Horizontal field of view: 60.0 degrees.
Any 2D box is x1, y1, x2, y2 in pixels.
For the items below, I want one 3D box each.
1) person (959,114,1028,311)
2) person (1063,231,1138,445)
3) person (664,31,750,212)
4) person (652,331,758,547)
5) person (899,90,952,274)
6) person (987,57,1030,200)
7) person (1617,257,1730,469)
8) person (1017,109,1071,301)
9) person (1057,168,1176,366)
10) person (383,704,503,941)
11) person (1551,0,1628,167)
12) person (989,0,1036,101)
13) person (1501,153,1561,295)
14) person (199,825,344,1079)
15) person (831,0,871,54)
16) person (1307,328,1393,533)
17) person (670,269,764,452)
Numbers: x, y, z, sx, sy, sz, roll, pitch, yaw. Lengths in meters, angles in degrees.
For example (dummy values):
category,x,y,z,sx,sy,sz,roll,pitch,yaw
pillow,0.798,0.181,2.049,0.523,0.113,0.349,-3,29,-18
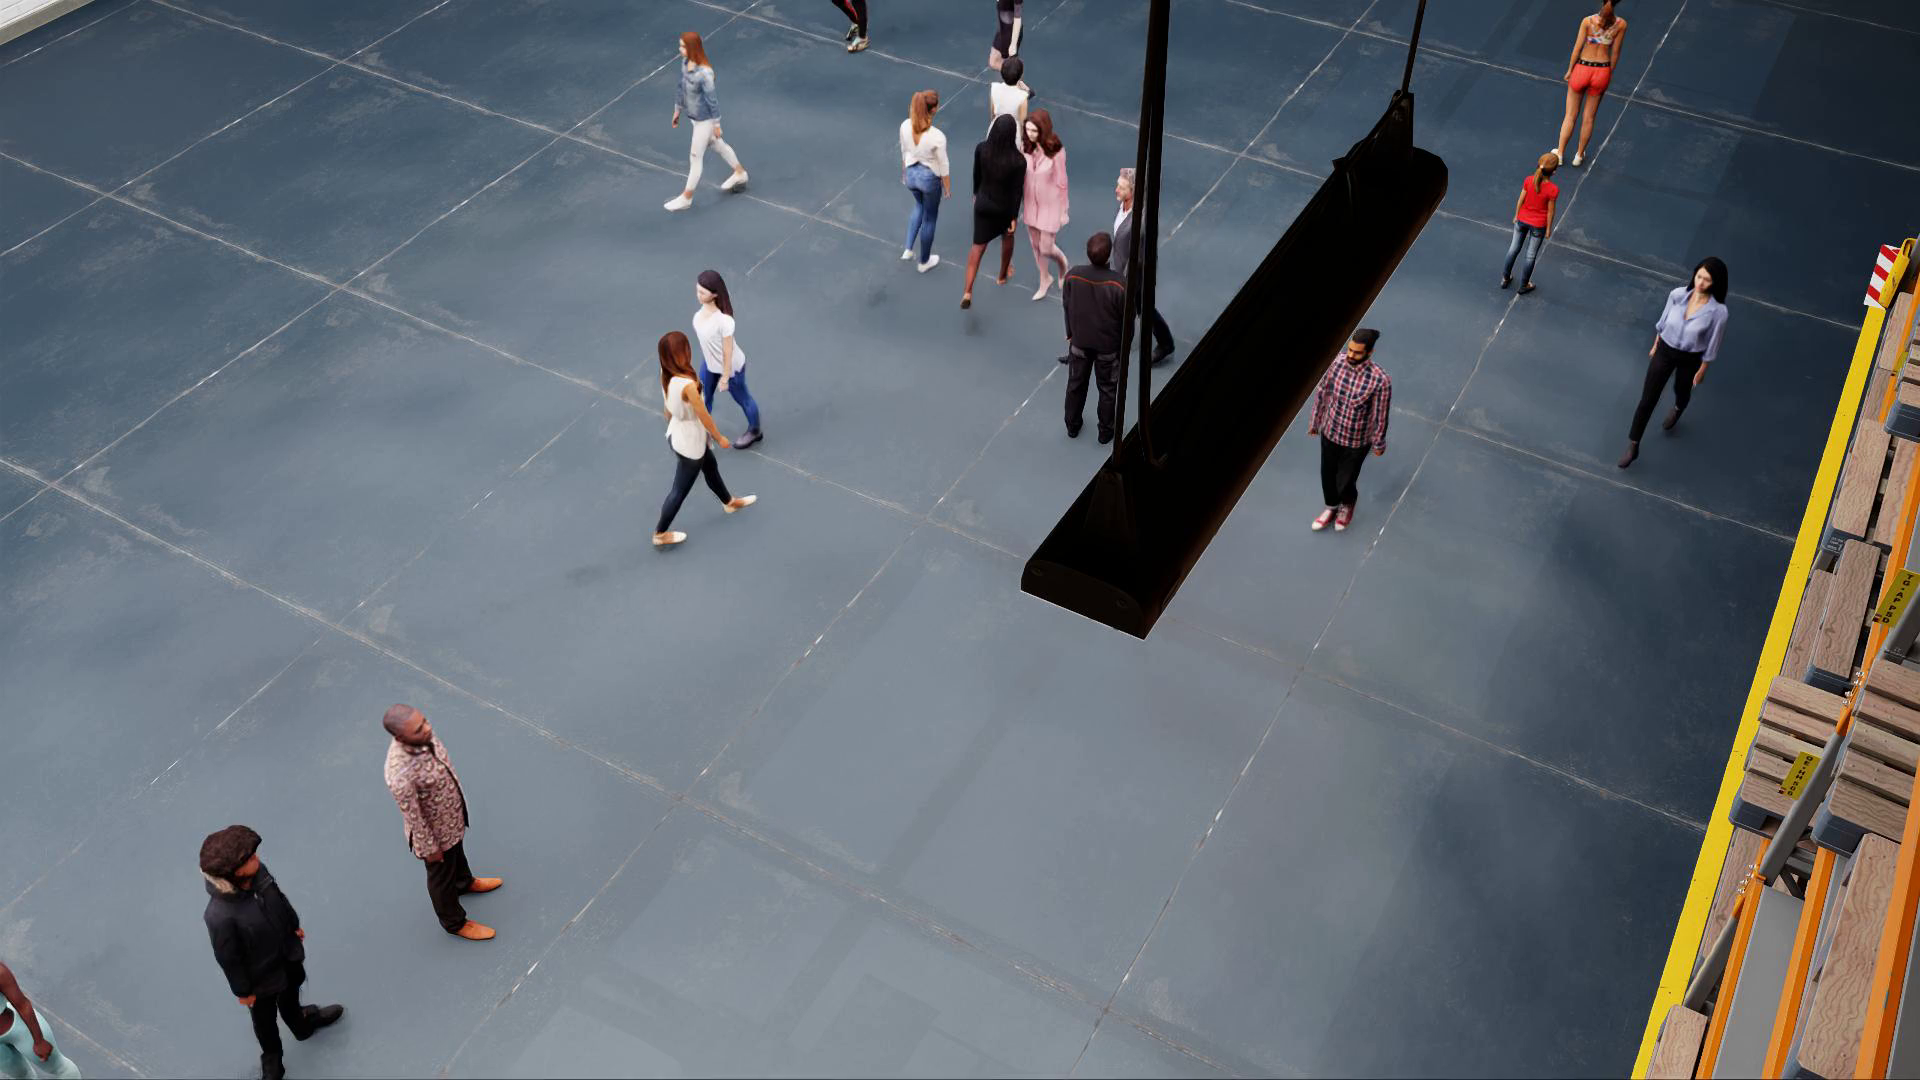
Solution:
category,x,y,z,sx,sy,sz,roll,pitch,yaw
person,0.269,-2.701,13.835,0.774,1.689,1.177,12,45,12
person,1.019,-1.509,12.476,0.747,1.837,0.621,15,46,15
person,-2.247,-3.824,15.040,1.219,1.653,0.972,-24,49,-23
person,-1.980,-0.644,11.640,1.153,1.738,0.954,-20,47,-20
person,-0.356,-2.998,14.129,0.653,1.714,0.670,26,50,25
person,0.390,-3.541,14.836,0.648,1.525,1.016,14,45,14
person,5.421,-1.367,12.426,0.821,1.702,1.174,33,52,30
person,0.748,-2.830,13.901,0.686,1.785,0.712,25,49,24
person,1.430,-2.110,13.145,1.303,1.784,1.173,-14,45,-15
person,-2.946,1.543,9.294,0.833,1.808,0.725,-2,44,-2
person,5.856,-4.309,15.449,0.644,1.792,0.651,9,44,9
person,0.567,-4.856,16.001,0.844,1.823,0.784,-9,44,-9
person,4.846,-2.693,14.102,0.531,1.310,0.535,31,52,29
person,-3.665,2.194,8.650,0.972,1.754,0.673,15,46,15
person,-1.031,-5.929,17.144,0.740,1.798,0.706,-33,52,-29
person,2.795,-0.805,11.797,0.775,1.754,0.703,32,52,29
person,-1.673,-1.331,12.420,1.052,1.657,0.889,-23,48,-22
